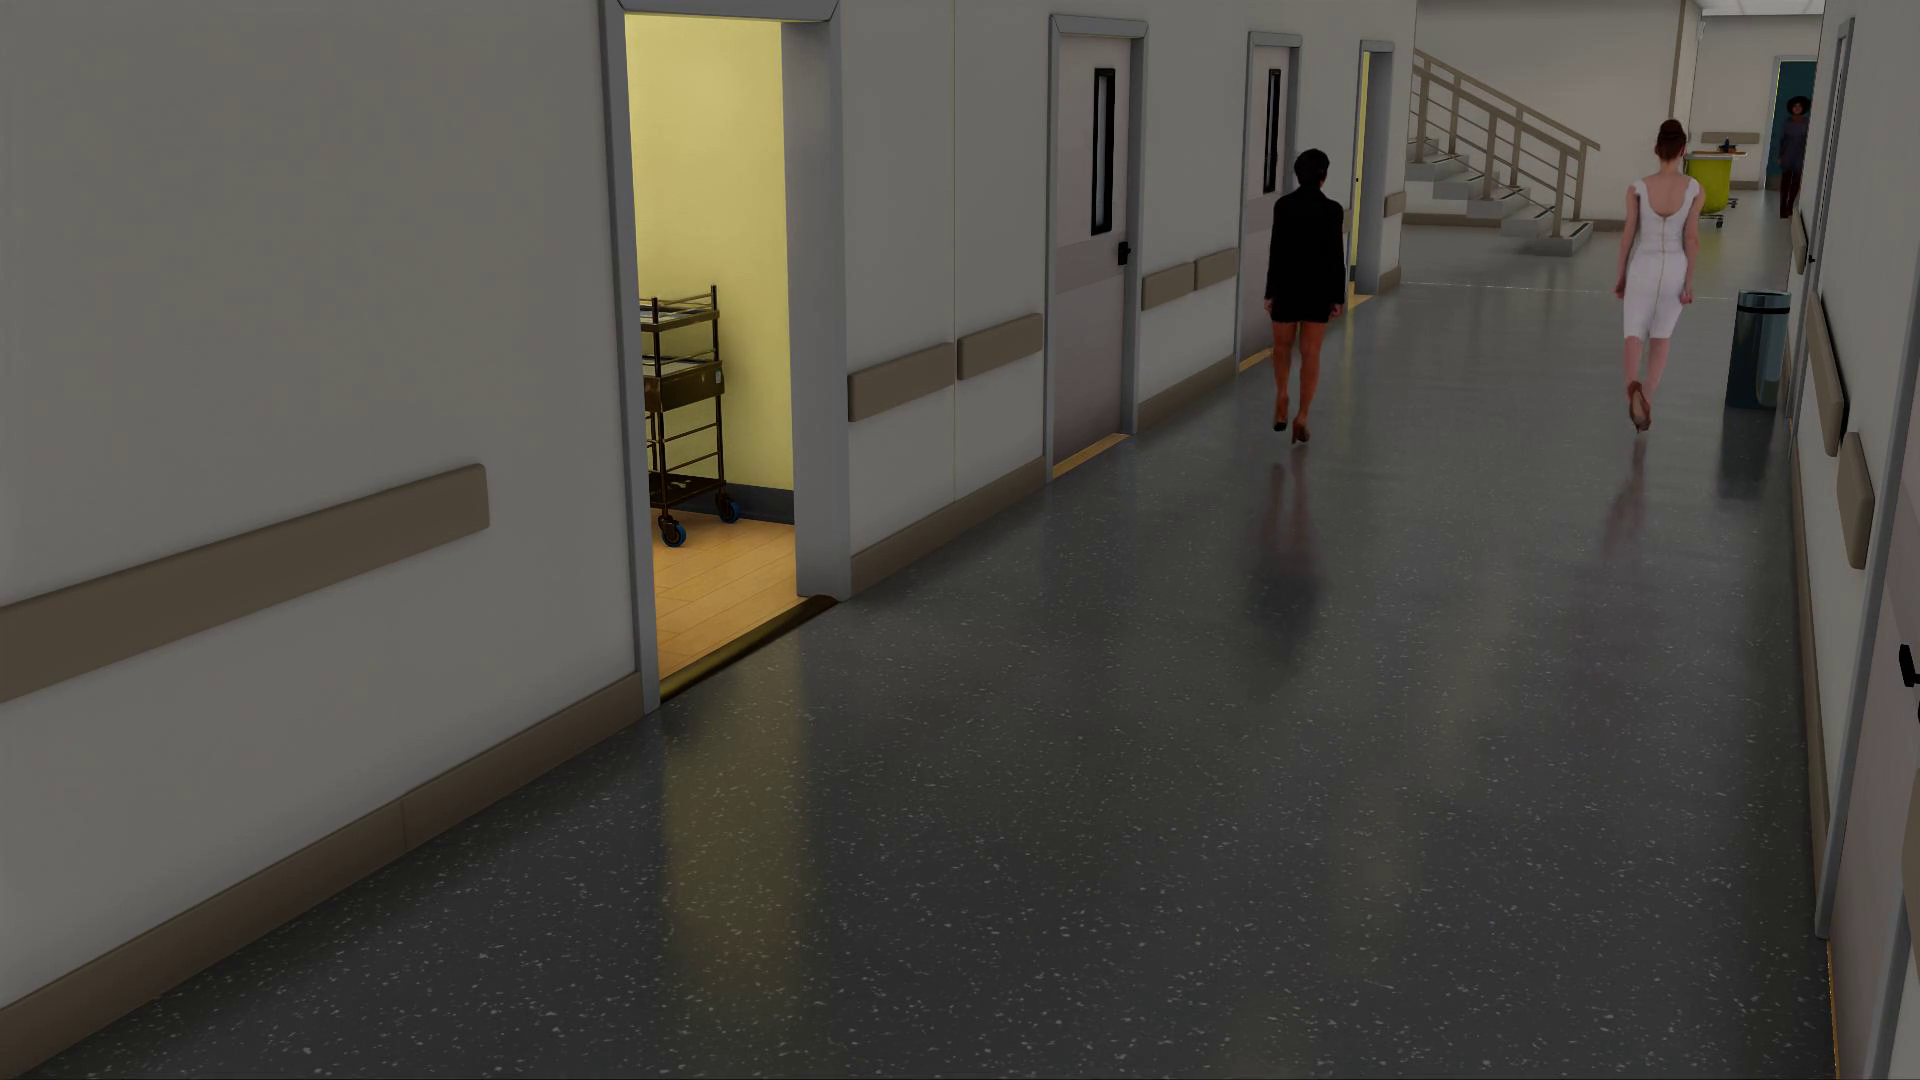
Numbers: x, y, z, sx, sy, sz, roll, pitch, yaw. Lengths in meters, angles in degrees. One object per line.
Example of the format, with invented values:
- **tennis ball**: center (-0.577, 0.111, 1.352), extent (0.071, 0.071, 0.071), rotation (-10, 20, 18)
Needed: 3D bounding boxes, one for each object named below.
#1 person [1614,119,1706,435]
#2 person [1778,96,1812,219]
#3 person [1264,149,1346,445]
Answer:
- **person**: center (3.859, -1.407, 9.253), extent (0.946, 1.770, 0.630), rotation (7, 17, 23)
- **person**: center (11.858, -5.409, 23.635), extent (1.028, 1.670, 0.694), rotation (6, 17, 20)
- **person**: center (1.877, -1.313, 9.181), extent (0.560, 1.628, 0.657), rotation (6, 17, 20)
